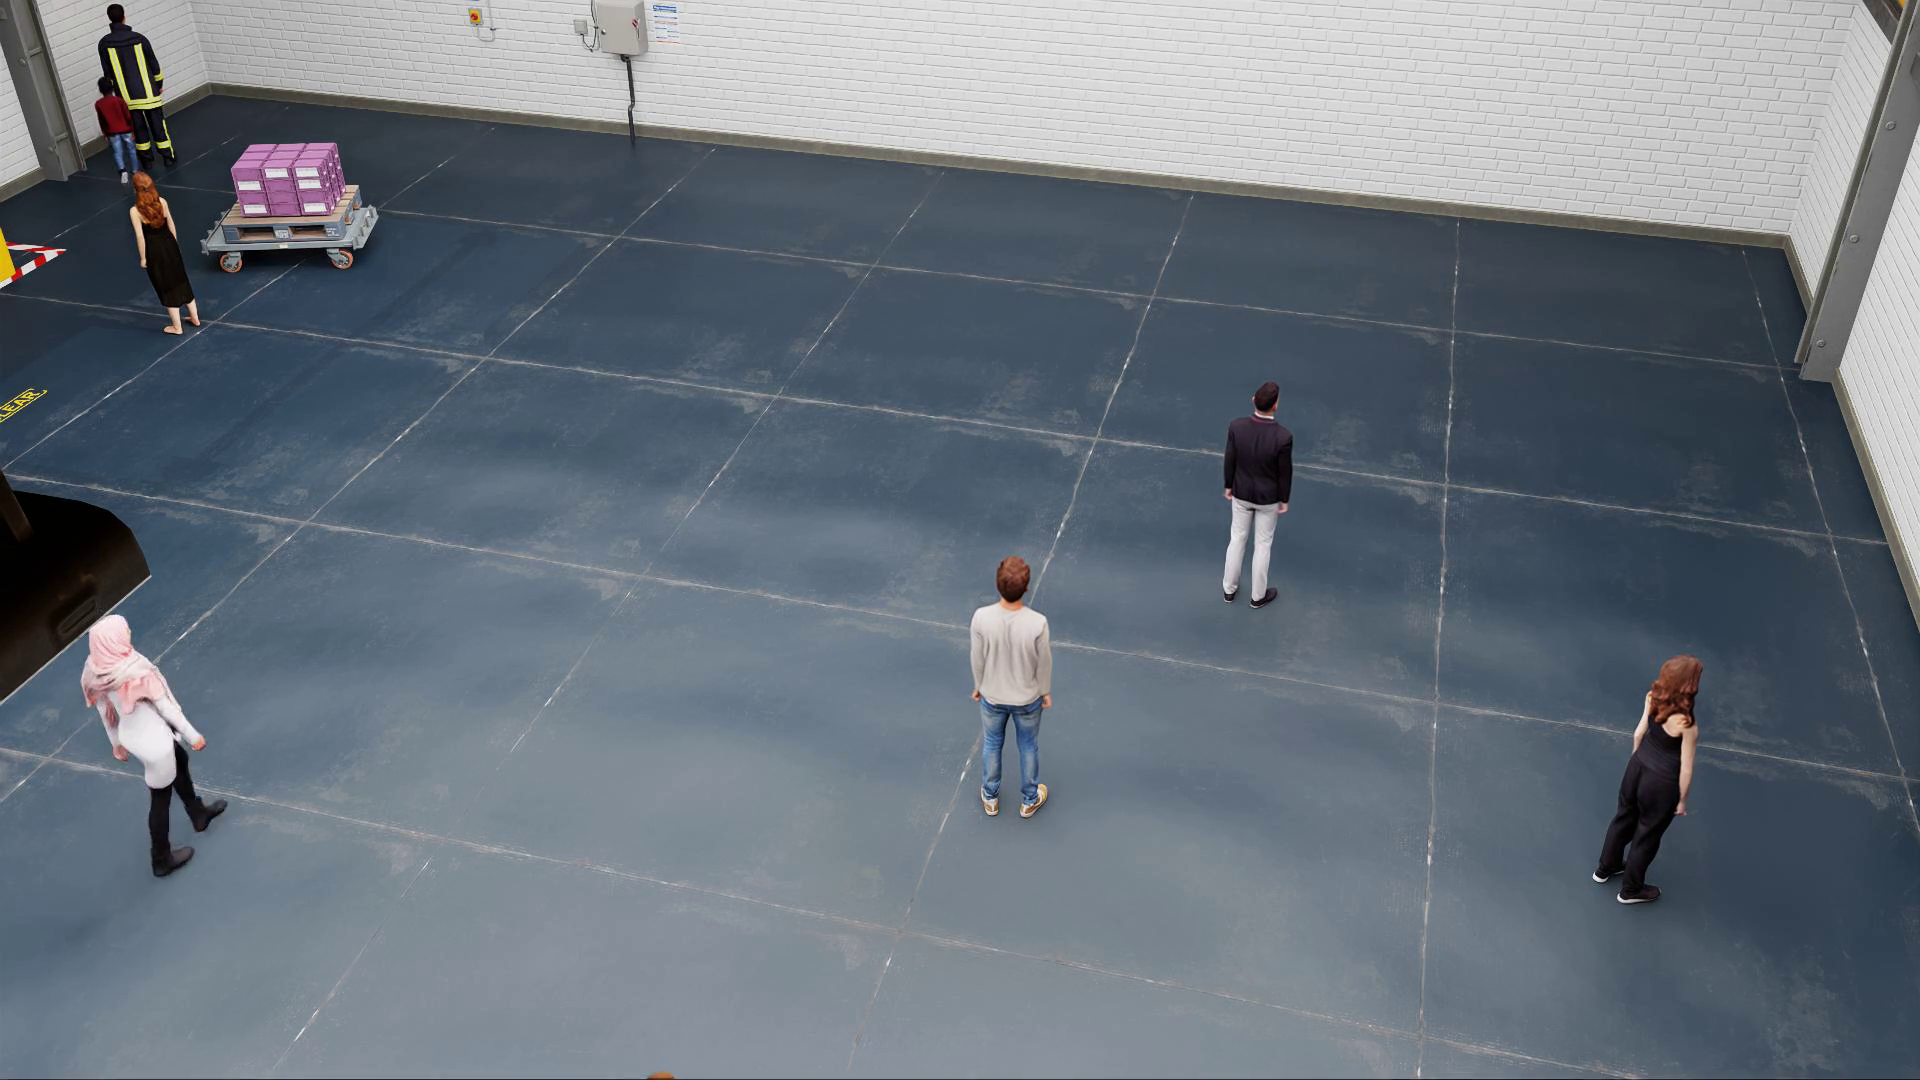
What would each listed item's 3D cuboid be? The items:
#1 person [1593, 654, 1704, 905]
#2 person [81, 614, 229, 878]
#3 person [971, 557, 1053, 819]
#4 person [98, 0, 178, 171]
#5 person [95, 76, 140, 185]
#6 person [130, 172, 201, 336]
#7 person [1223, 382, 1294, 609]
[{"bbox_3d":[4.019,1.379,9.661,0.720,1.748,0.643,-14,36,-20],"label":"person"},{"bbox_3d":[-4.856,1.260,9.811,0.764,1.779,0.945,18,38,25],"label":"person"},{"bbox_3d":[0.316,0.926,10.199,0.667,1.905,0.598,5,34,8],"label":"person"},{"bbox_3d":[-9.724,-5.356,19.632,0.890,1.928,0.911,-12,36,-18],"label":"person"},{"bbox_3d":[-9.770,-4.740,19.320,0.717,1.247,0.799,-14,36,-19],"label":"person"},{"bbox_3d":[-7.681,-2.764,16.005,0.698,1.625,0.591,19,38,26],"label":"person"},{"bbox_3d":[2.157,-0.328,12.141,0.702,1.844,0.638,17,37,23],"label":"person"}]
